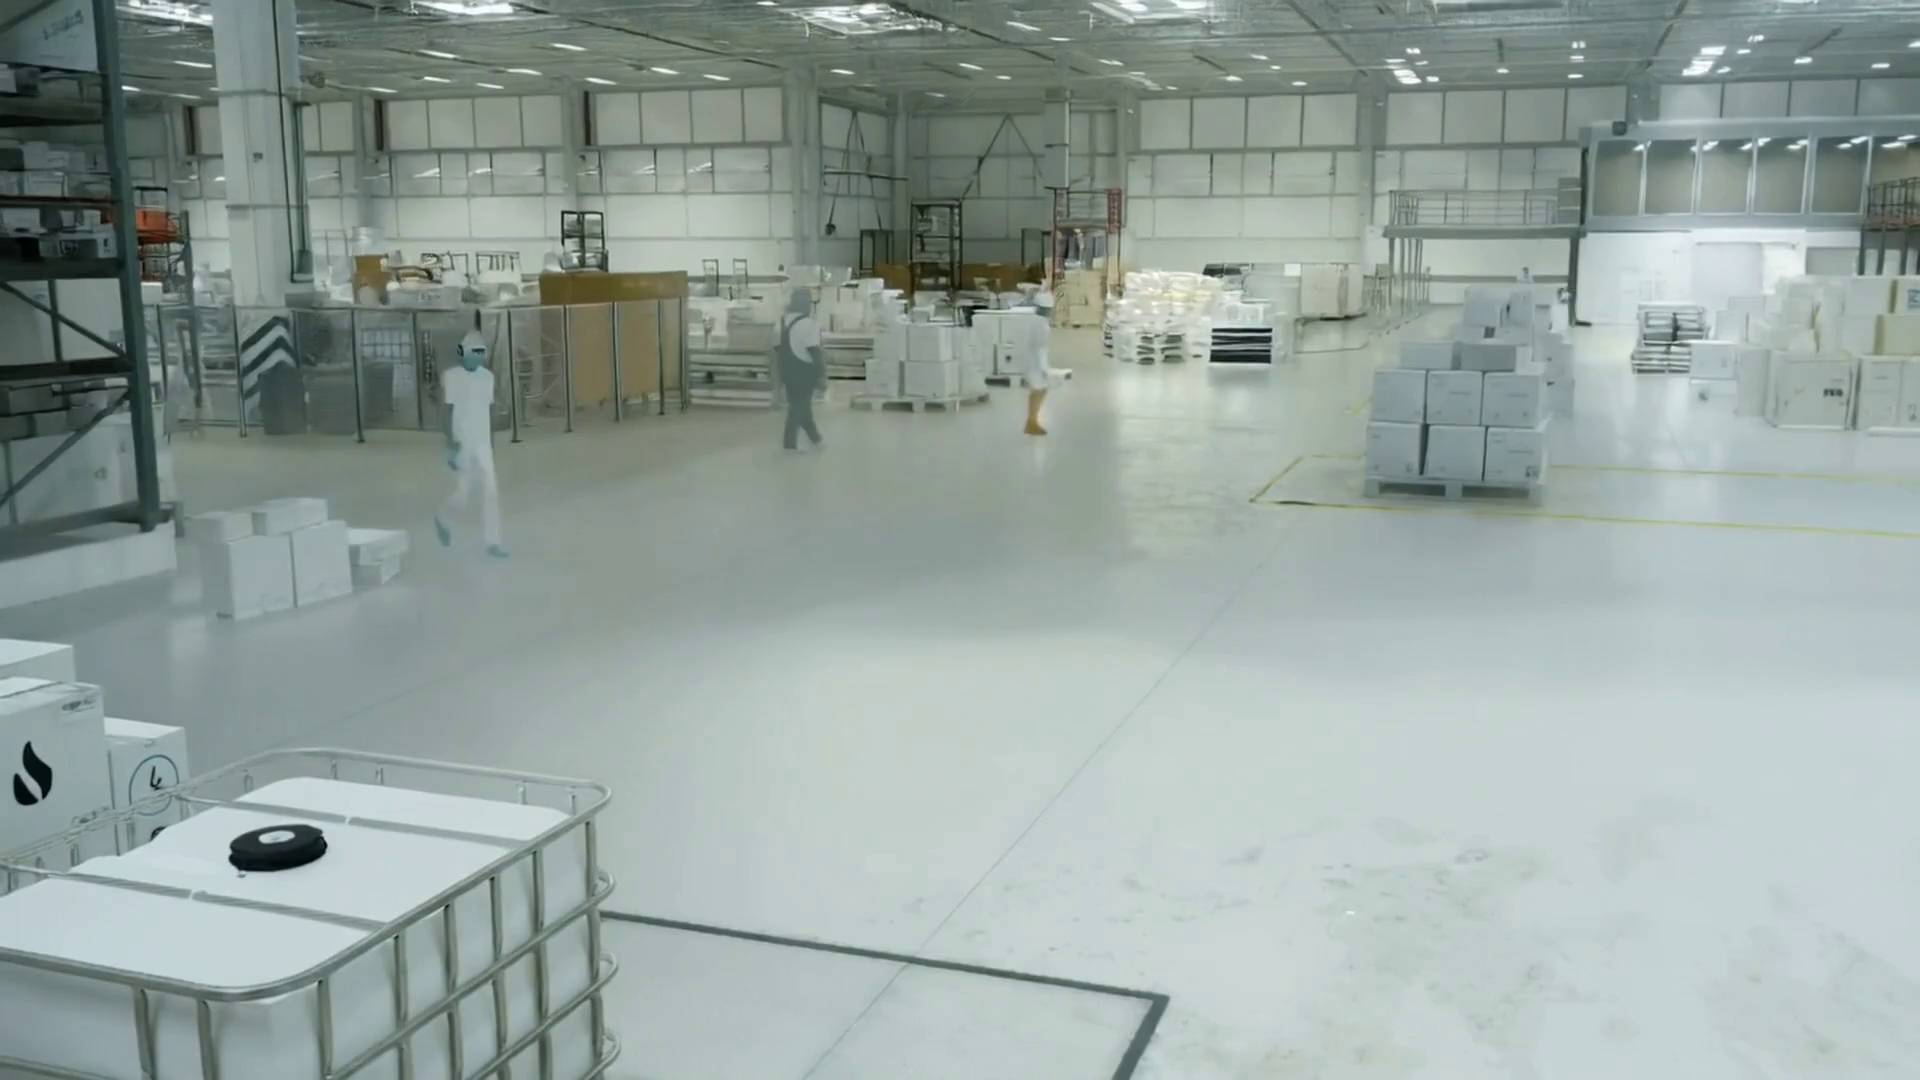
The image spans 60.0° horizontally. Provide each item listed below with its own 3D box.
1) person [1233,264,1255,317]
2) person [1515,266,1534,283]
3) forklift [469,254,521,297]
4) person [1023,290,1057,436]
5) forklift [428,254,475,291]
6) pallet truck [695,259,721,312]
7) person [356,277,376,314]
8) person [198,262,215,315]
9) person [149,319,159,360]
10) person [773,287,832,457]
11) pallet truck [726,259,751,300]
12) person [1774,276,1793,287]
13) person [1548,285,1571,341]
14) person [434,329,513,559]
[{"bbox_3d":[7.444,-6.175,43.300,0.853,2.016,0.612,-8,13,-39],"label":"person"},{"bbox_3d":[16.982,-7.309,50.124,0.592,1.848,0.851,5,11,27],"label":"person"},{"bbox_3d":[-17.990,-10.121,64.684,1.157,1.987,2.680,3,11,17],"label":"forklift"},{"bbox_3d":[1.051,-2.333,21.931,0.413,1.919,0.563,-2,10,-10],"label":"person"},{"bbox_3d":[-20.133,-10.254,65.465,1.157,1.987,2.680,3,11,19],"label":"forklift"},{"bbox_3d":[-9.165,-9.627,62.776,0.823,1.965,1.885,4,11,23],"label":"pallet truck"},{"bbox_3d":[-14.546,-5.588,40.811,0.905,1.726,0.522,10,14,44],"label":"person"},{"bbox_3d":[-26.175,-8.680,57.743,0.645,1.896,0.571,5,11,25],"label":"person"},{"bbox_3d":[-15.849,-4.139,32.367,0.609,1.817,0.607,5,11,25],"label":"person"},{"bbox_3d":[-1.795,-2.022,19.825,0.940,2.000,0.709,-9,13,-40],"label":"person"},{"bbox_3d":[-7.986,-9.493,62.019,0.823,1.965,1.885,3,11,17],"label":"pallet truck"},{"bbox_3d":[13.175,-3.213,26.654,0.611,1.997,0.375,-10,14,-44],"label":"person"},{"bbox_3d":[9.881,-3.284,27.476,0.506,1.847,0.384,-6,11,-29],"label":"person"},{"bbox_3d":[-3.973,-0.781,13.406,0.808,1.845,0.522,10,14,43],"label":"person"}]
